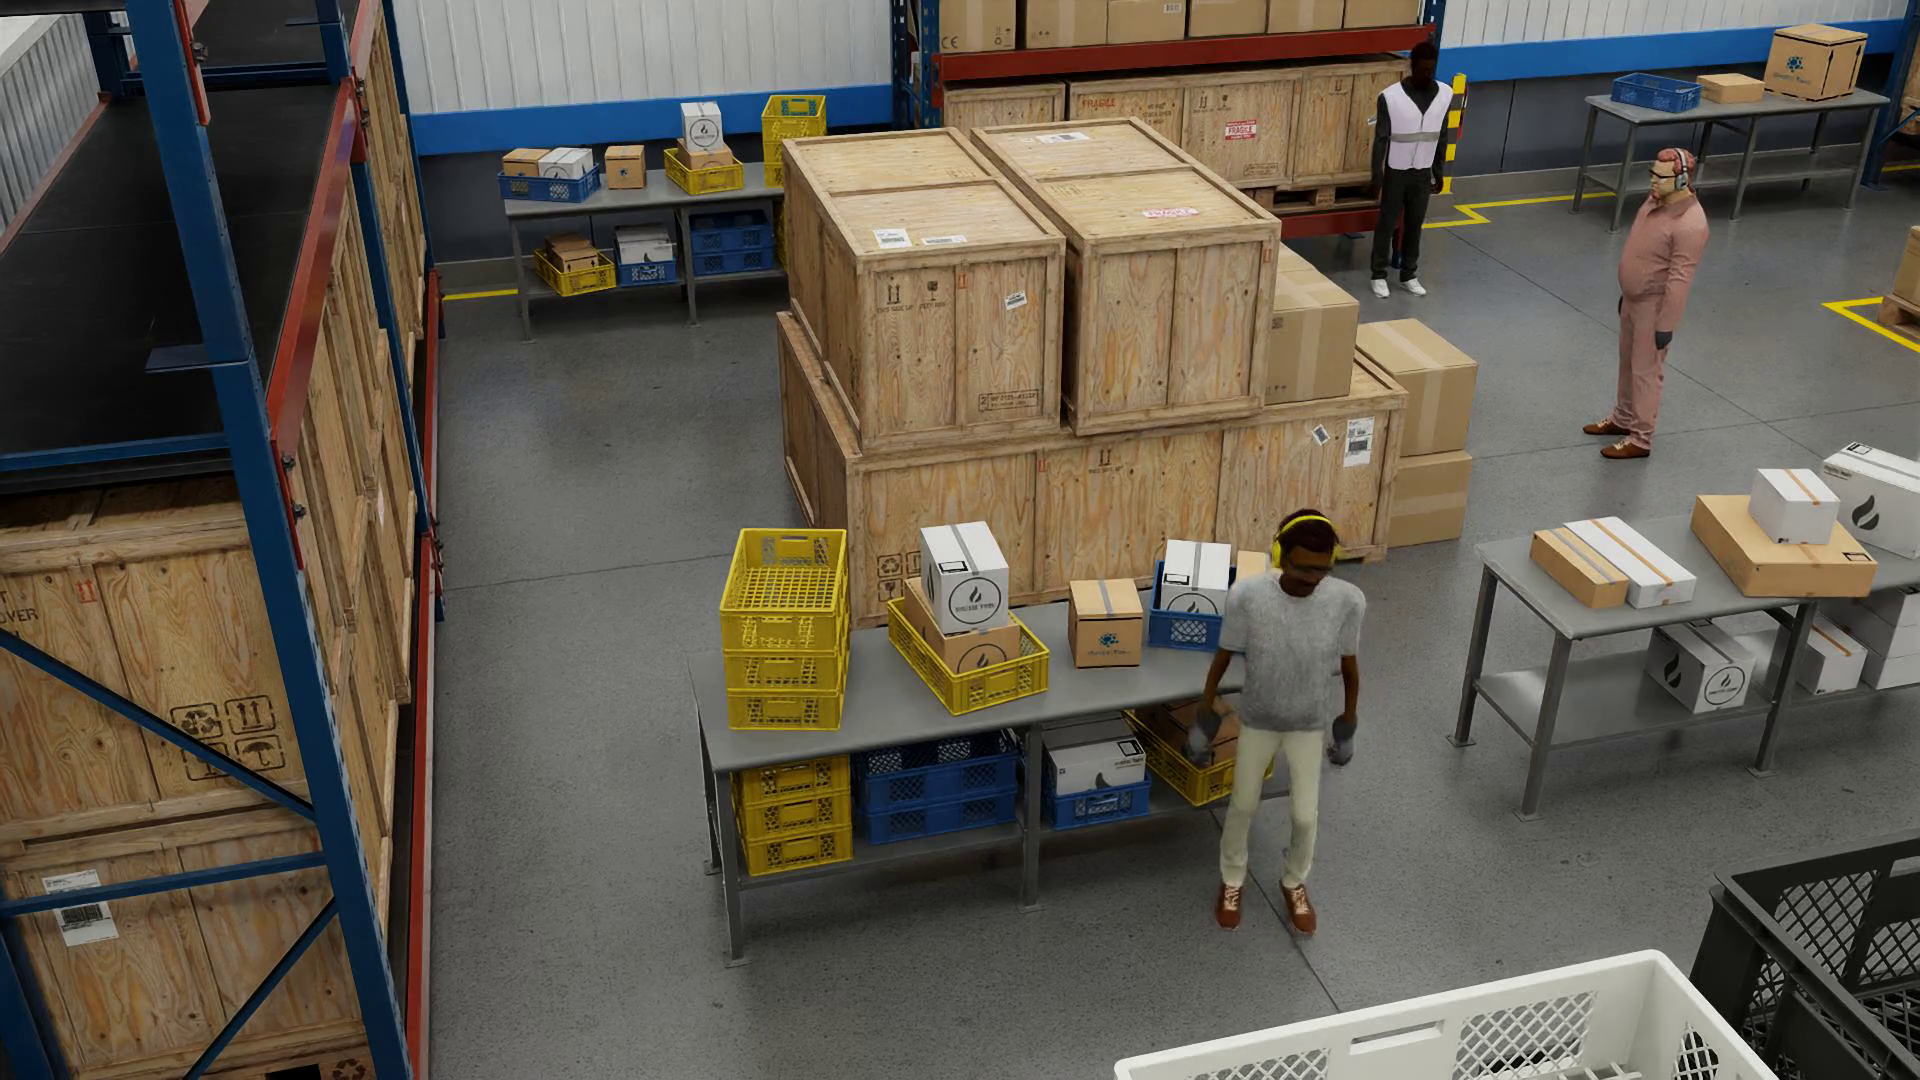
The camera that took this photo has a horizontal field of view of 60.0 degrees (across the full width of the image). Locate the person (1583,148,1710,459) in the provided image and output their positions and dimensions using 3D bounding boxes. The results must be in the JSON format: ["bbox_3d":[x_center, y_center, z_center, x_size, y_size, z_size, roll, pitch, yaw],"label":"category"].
[{"bbox_3d":[4.125,-1.412,9.983,0.400,1.900,0.648,0,29,0],"label":"person"}]

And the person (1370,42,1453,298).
[{"bbox_3d":[3.330,-2.756,12.412,0.599,1.907,0.412,-7,30,-12],"label":"person"}]

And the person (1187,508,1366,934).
[{"bbox_3d":[1.179,0.691,6.205,0.621,1.855,0.368,4,29,7],"label":"person"}]
